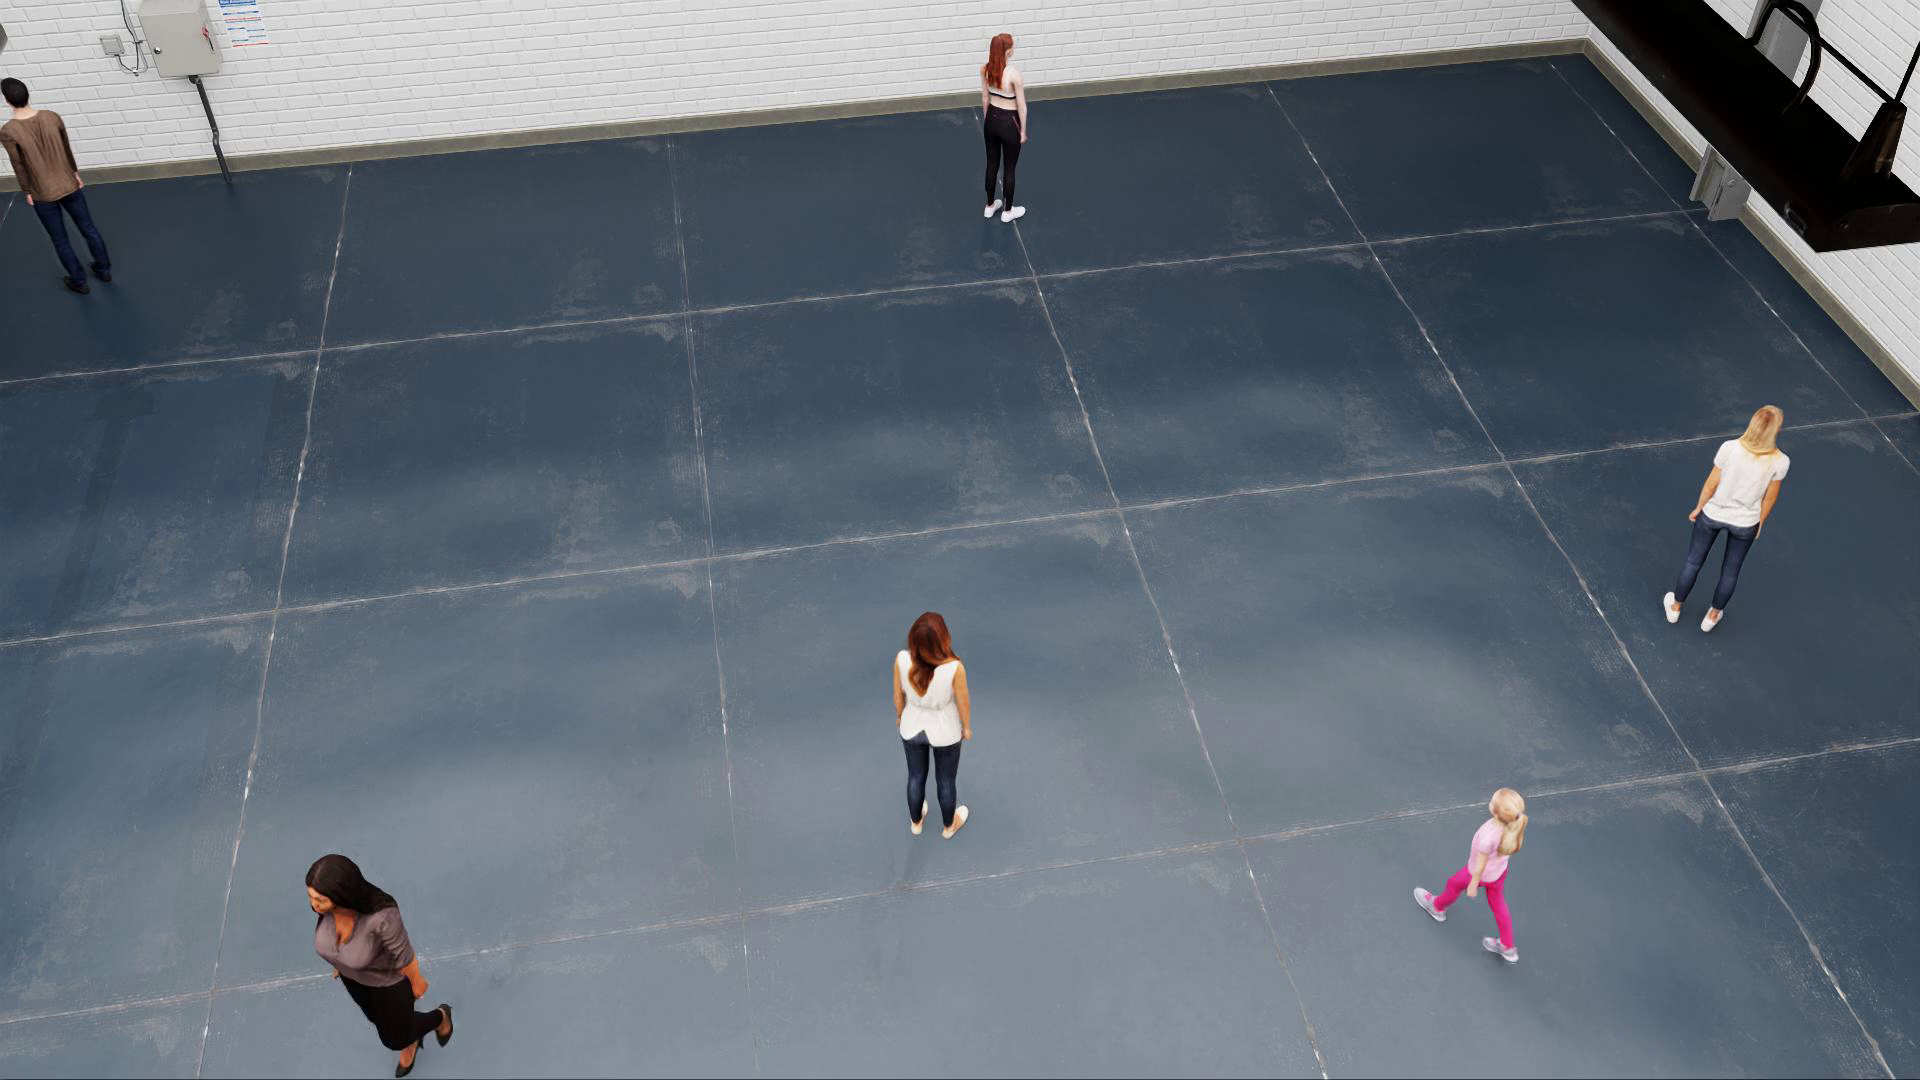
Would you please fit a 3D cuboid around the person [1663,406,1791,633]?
[{"bbox_3d":[4.973,-0.125,10.755,0.671,1.808,0.696,18,47,18],"label":"person"}]

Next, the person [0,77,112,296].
[{"bbox_3d":[-7.415,-2.893,13.603,0.790,1.889,0.744,29,51,27],"label":"person"}]

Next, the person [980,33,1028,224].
[{"bbox_3d":[0.363,-3.573,14.424,0.663,1.740,0.721,25,49,24],"label":"person"}]

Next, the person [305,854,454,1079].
[{"bbox_3d":[-2.868,2.111,8.396,0.828,1.826,0.883,17,46,17],"label":"person"}]

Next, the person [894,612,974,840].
[{"bbox_3d":[-0.169,1.084,9.504,0.674,1.784,0.668,11,45,11],"label":"person"}]

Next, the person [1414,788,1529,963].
[{"bbox_3d":[2.938,1.831,9.105,0.766,1.253,0.967,-28,50,-26],"label":"person"}]
